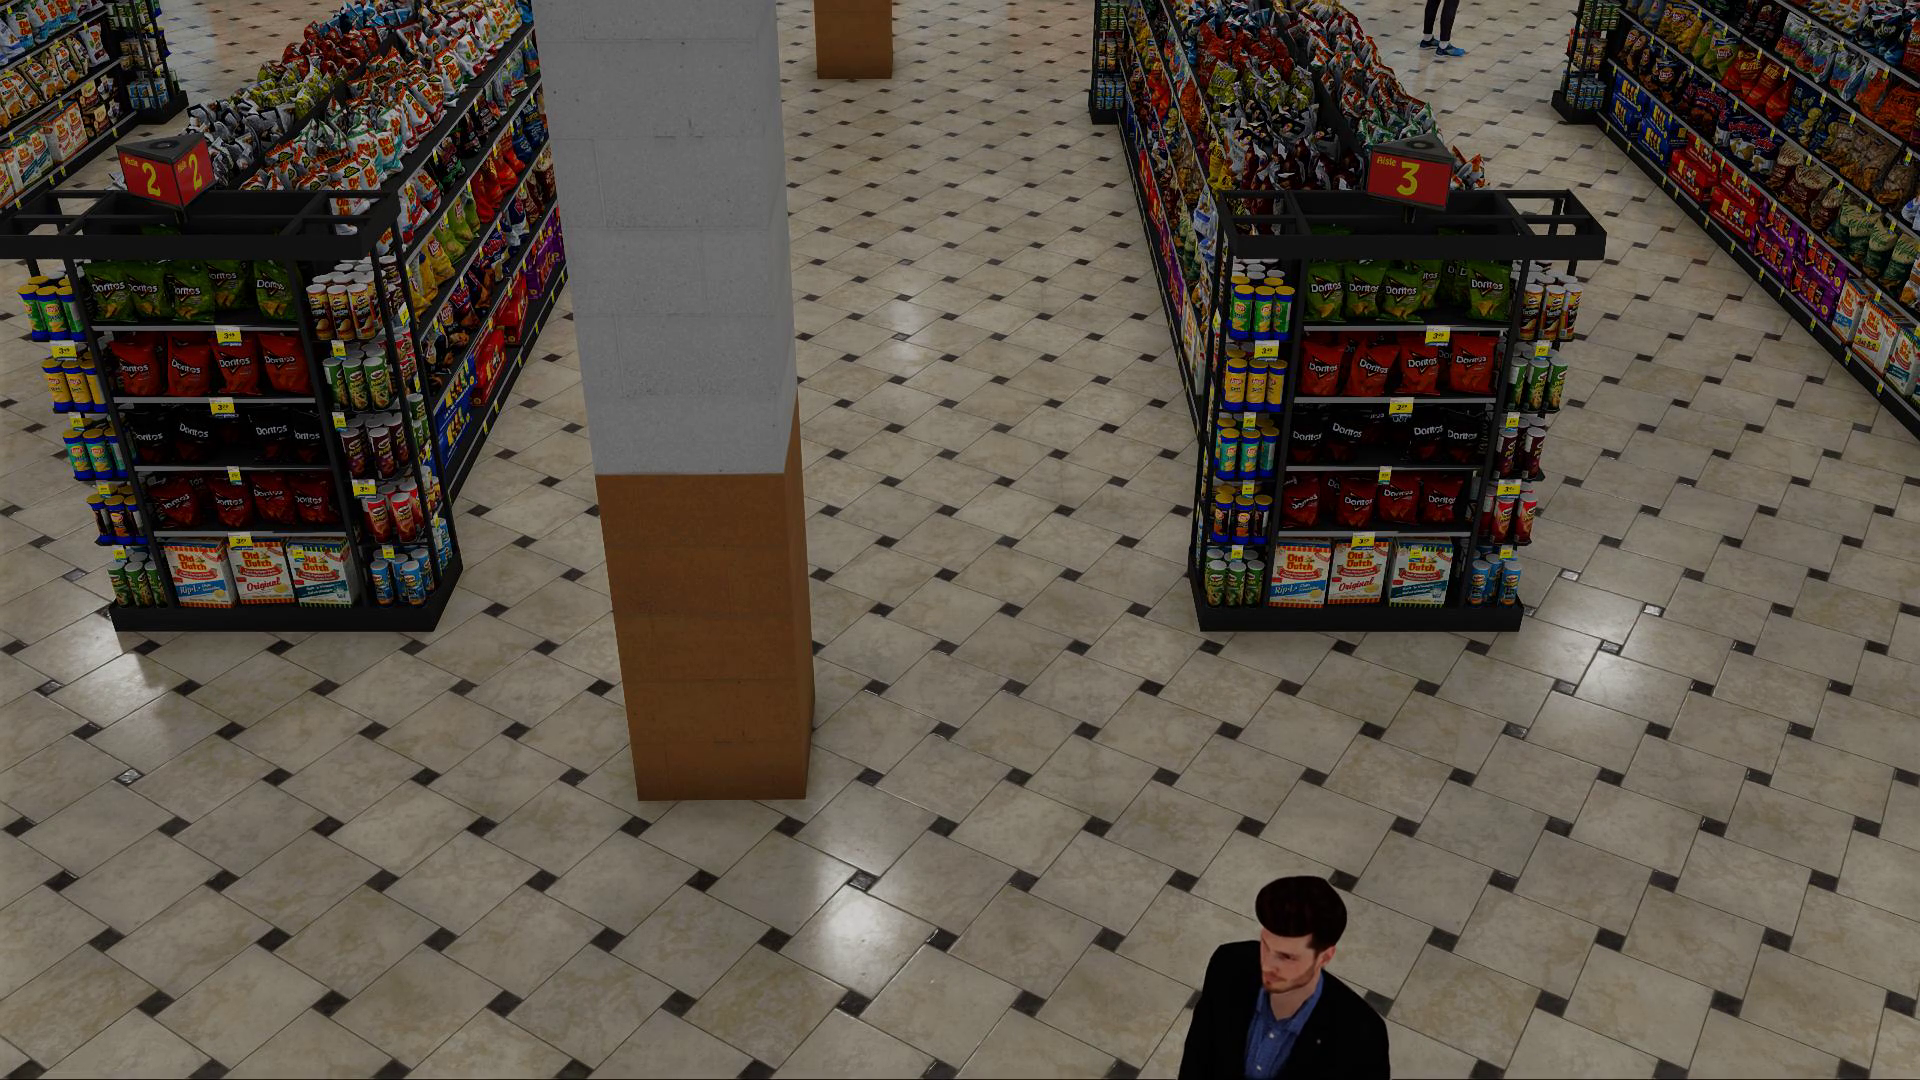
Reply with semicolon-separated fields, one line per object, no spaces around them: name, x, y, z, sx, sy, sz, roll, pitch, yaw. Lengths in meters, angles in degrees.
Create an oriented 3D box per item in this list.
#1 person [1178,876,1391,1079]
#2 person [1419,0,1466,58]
person;0.797;1.574;4.302;0.791;1.894;0.831;24;39;33
person;4.694;-5.574;15.852;0.808;1.828;0.609;-9;33;-15
